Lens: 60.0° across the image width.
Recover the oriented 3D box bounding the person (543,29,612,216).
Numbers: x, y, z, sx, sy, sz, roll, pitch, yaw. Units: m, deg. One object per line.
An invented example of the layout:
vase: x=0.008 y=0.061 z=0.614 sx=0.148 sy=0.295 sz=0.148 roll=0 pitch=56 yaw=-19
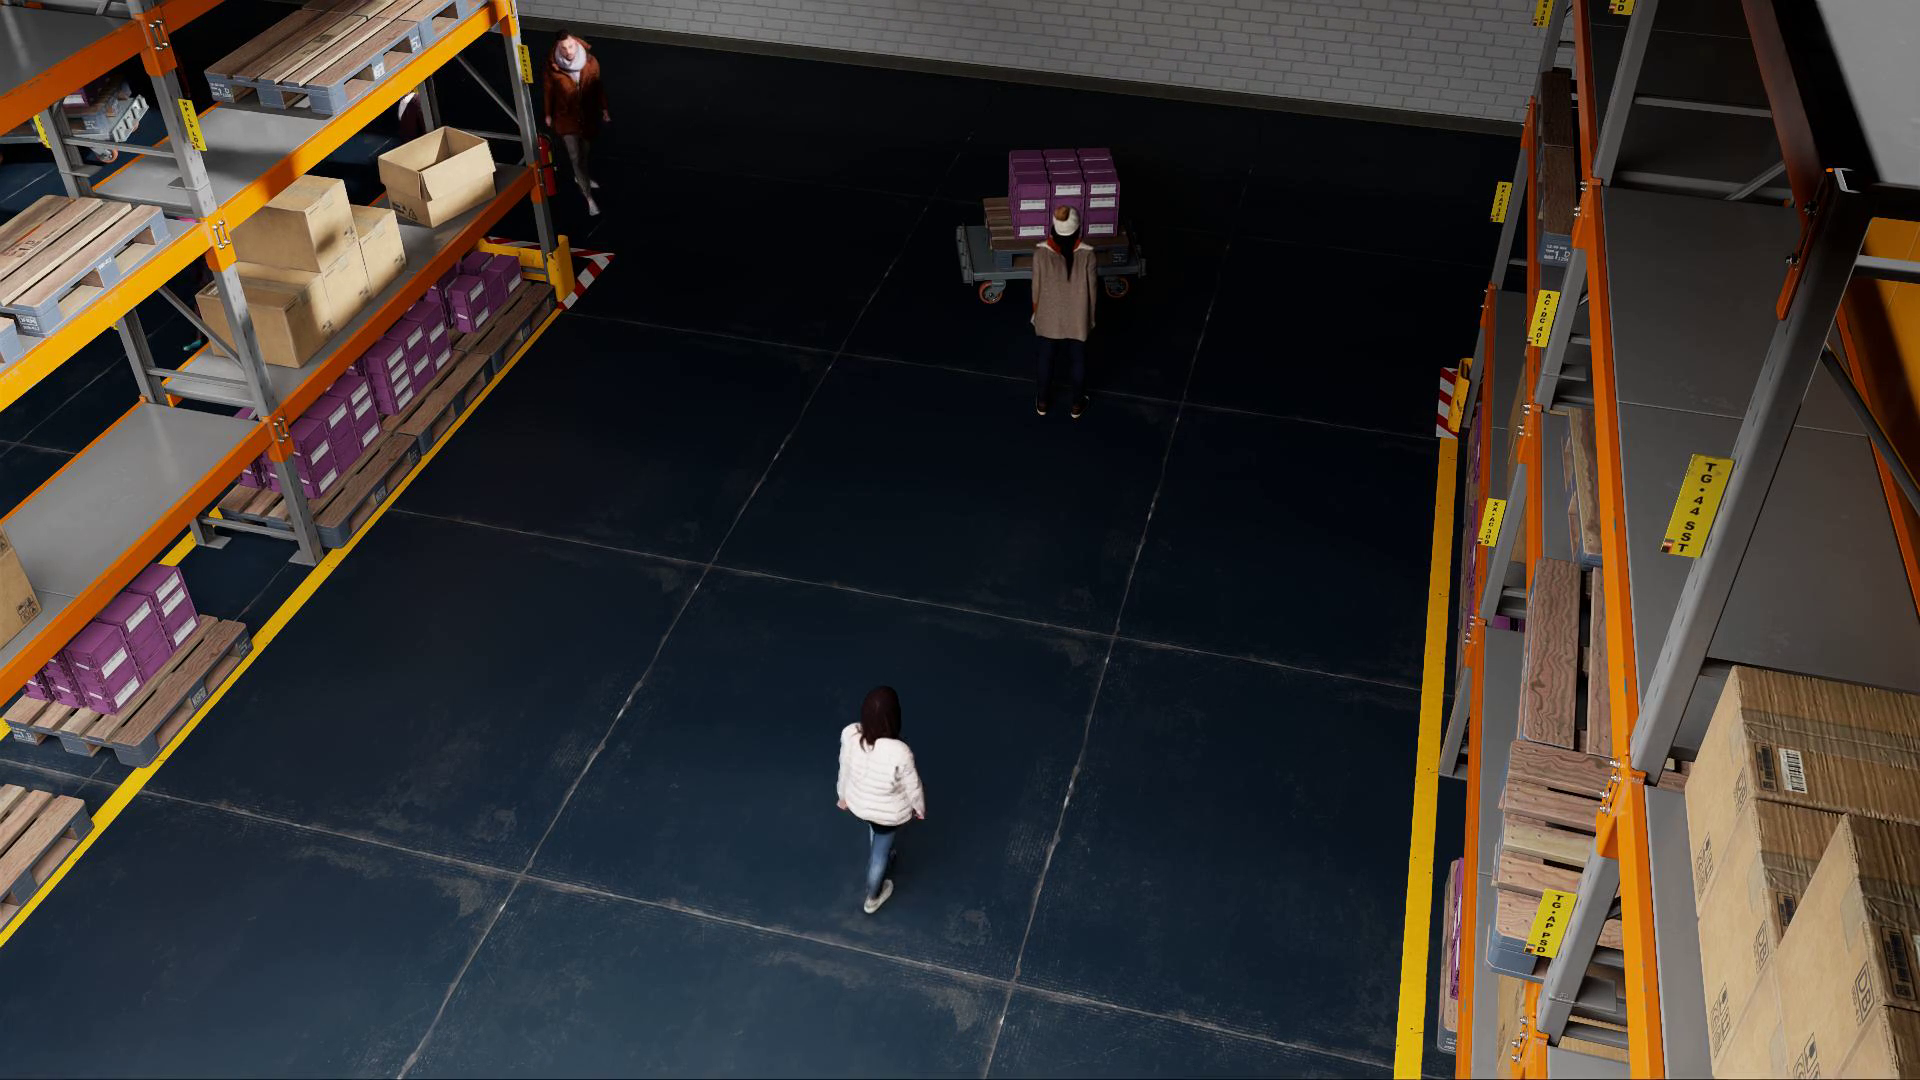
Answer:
person: x=-3.724 y=-4.085 z=16.063 sx=1.219 sy=1.780 sz=1.250 roll=-25 pitch=45 yaw=-28

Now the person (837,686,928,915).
person: x=-0.488 y=1.490 z=9.205 sx=0.734 sy=1.626 sz=0.764 roll=20 pitch=43 yaw=24

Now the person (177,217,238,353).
person: x=-6.302 y=-2.478 z=14.136 sx=0.589 sy=1.673 sz=1.092 roll=11 pitch=40 yaw=13

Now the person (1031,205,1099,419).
person: x=0.816 y=-1.819 z=13.139 sx=0.697 sy=1.887 sz=0.668 roll=7 pitch=39 yaw=9
